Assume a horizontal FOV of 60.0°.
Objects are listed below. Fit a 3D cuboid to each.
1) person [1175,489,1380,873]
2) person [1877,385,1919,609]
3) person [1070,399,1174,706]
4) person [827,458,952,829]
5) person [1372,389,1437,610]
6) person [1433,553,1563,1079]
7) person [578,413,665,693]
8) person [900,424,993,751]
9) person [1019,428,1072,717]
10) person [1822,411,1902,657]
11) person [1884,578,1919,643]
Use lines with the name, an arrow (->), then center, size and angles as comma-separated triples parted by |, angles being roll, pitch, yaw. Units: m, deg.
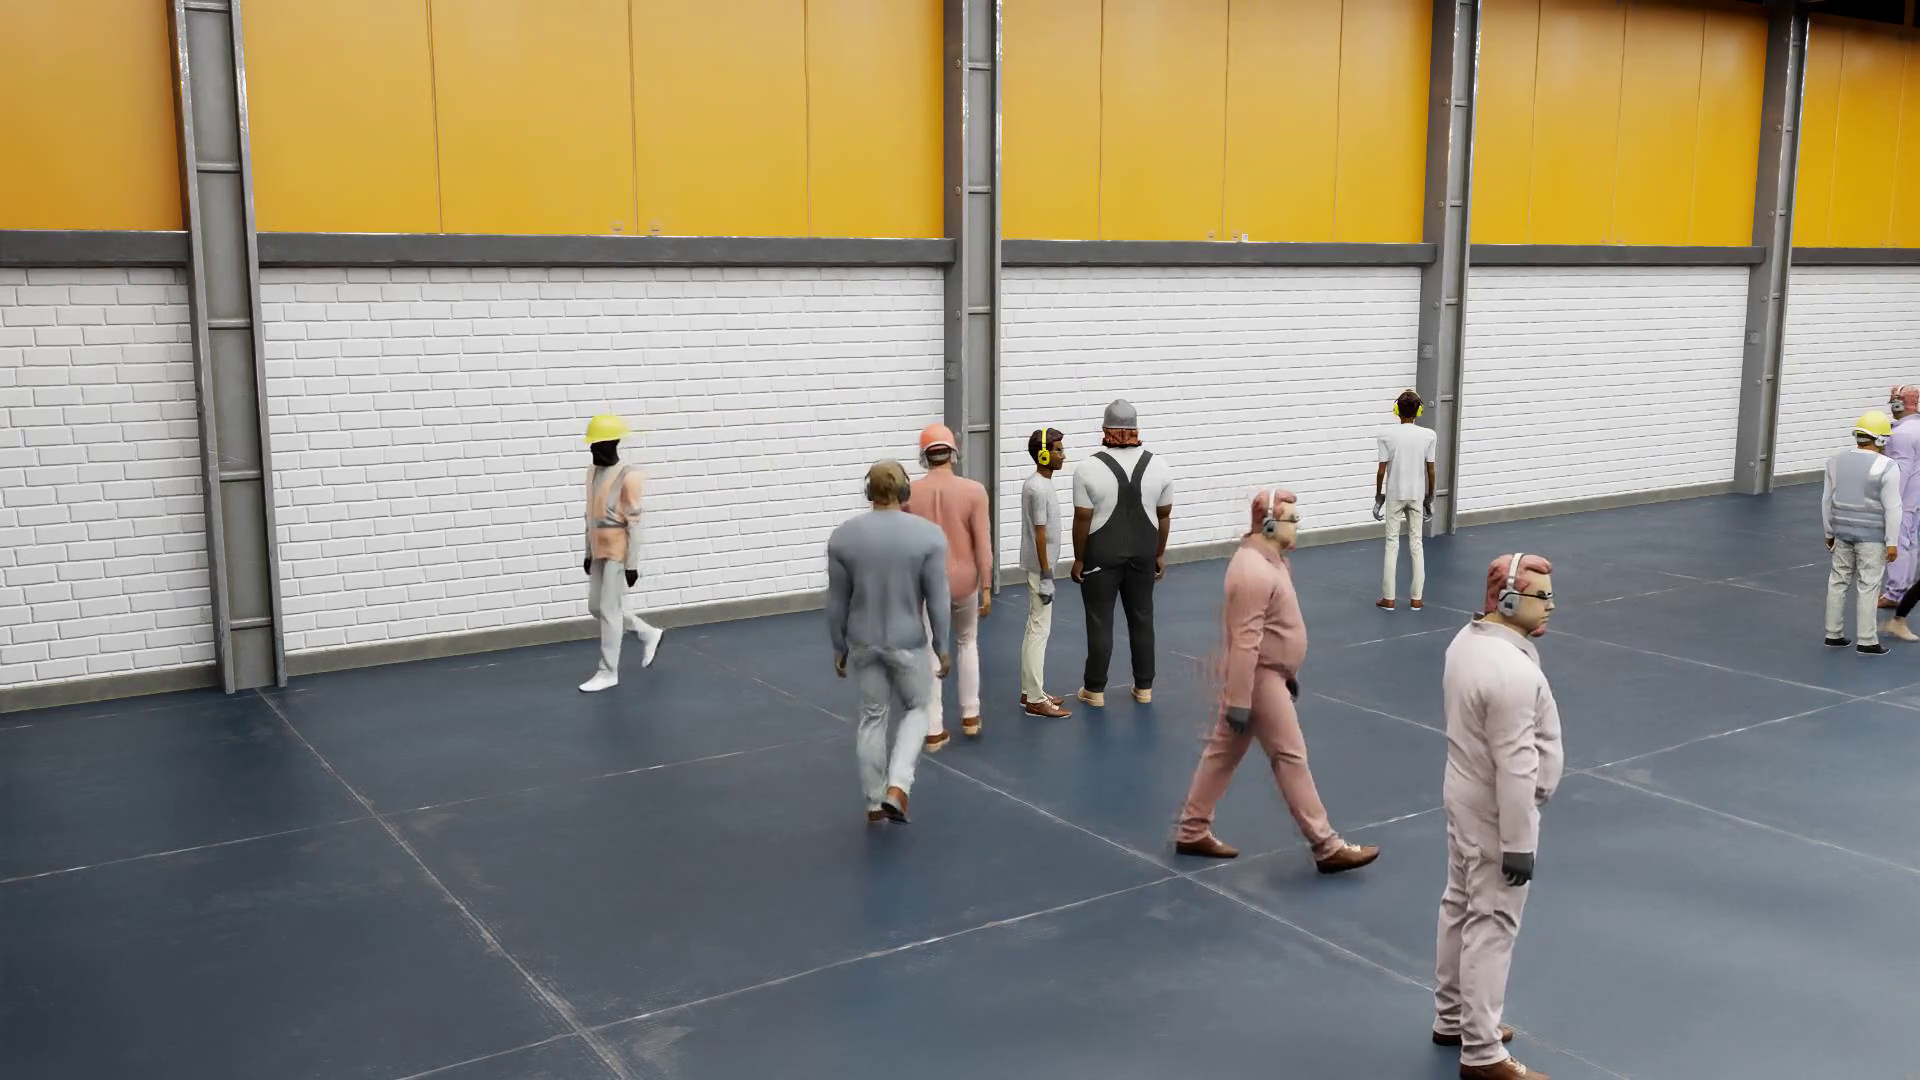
person -> 1.507, 0.674, 7.999 | 0.983, 1.850, 0.671 | 2, 10, 10
person -> 7.956, -0.362, 14.115 | 0.405, 1.903, 0.636 | 9, 13, 43
person -> 1.036, 0.077, 11.042 | 0.688, 2.000, 0.536 | -2, 10, -14
person -> -0.370, 0.547, 8.535 | 0.668, 1.930, 0.472 | 3, 10, 15
person -> 3.746, -0.334, 14.035 | 0.518, 1.872, 0.326 | 1, 9, 4
person -> 1.948, 0.986, 5.978 | 0.399, 1.904, 0.644 | 0, 9, 1
person -> -2.359, 0.069, 11.461 | 0.674, 1.908, 0.609 | -8, 13, -41
person -> -0.104, 0.277, 10.162 | 0.638, 1.933, 0.765 | 1, 9, 5
person -> 0.549, 0.205, 10.784 | 0.329, 1.873, 0.514 | 0, 9, -3
person -> 6.750, -0.049, 12.432 | 0.404, 1.828, 0.603 | -4, 10, -25
person -> 7.561, 0.012, 12.626 | 0.536, 1.649, 0.909 | -9, 13, -44
